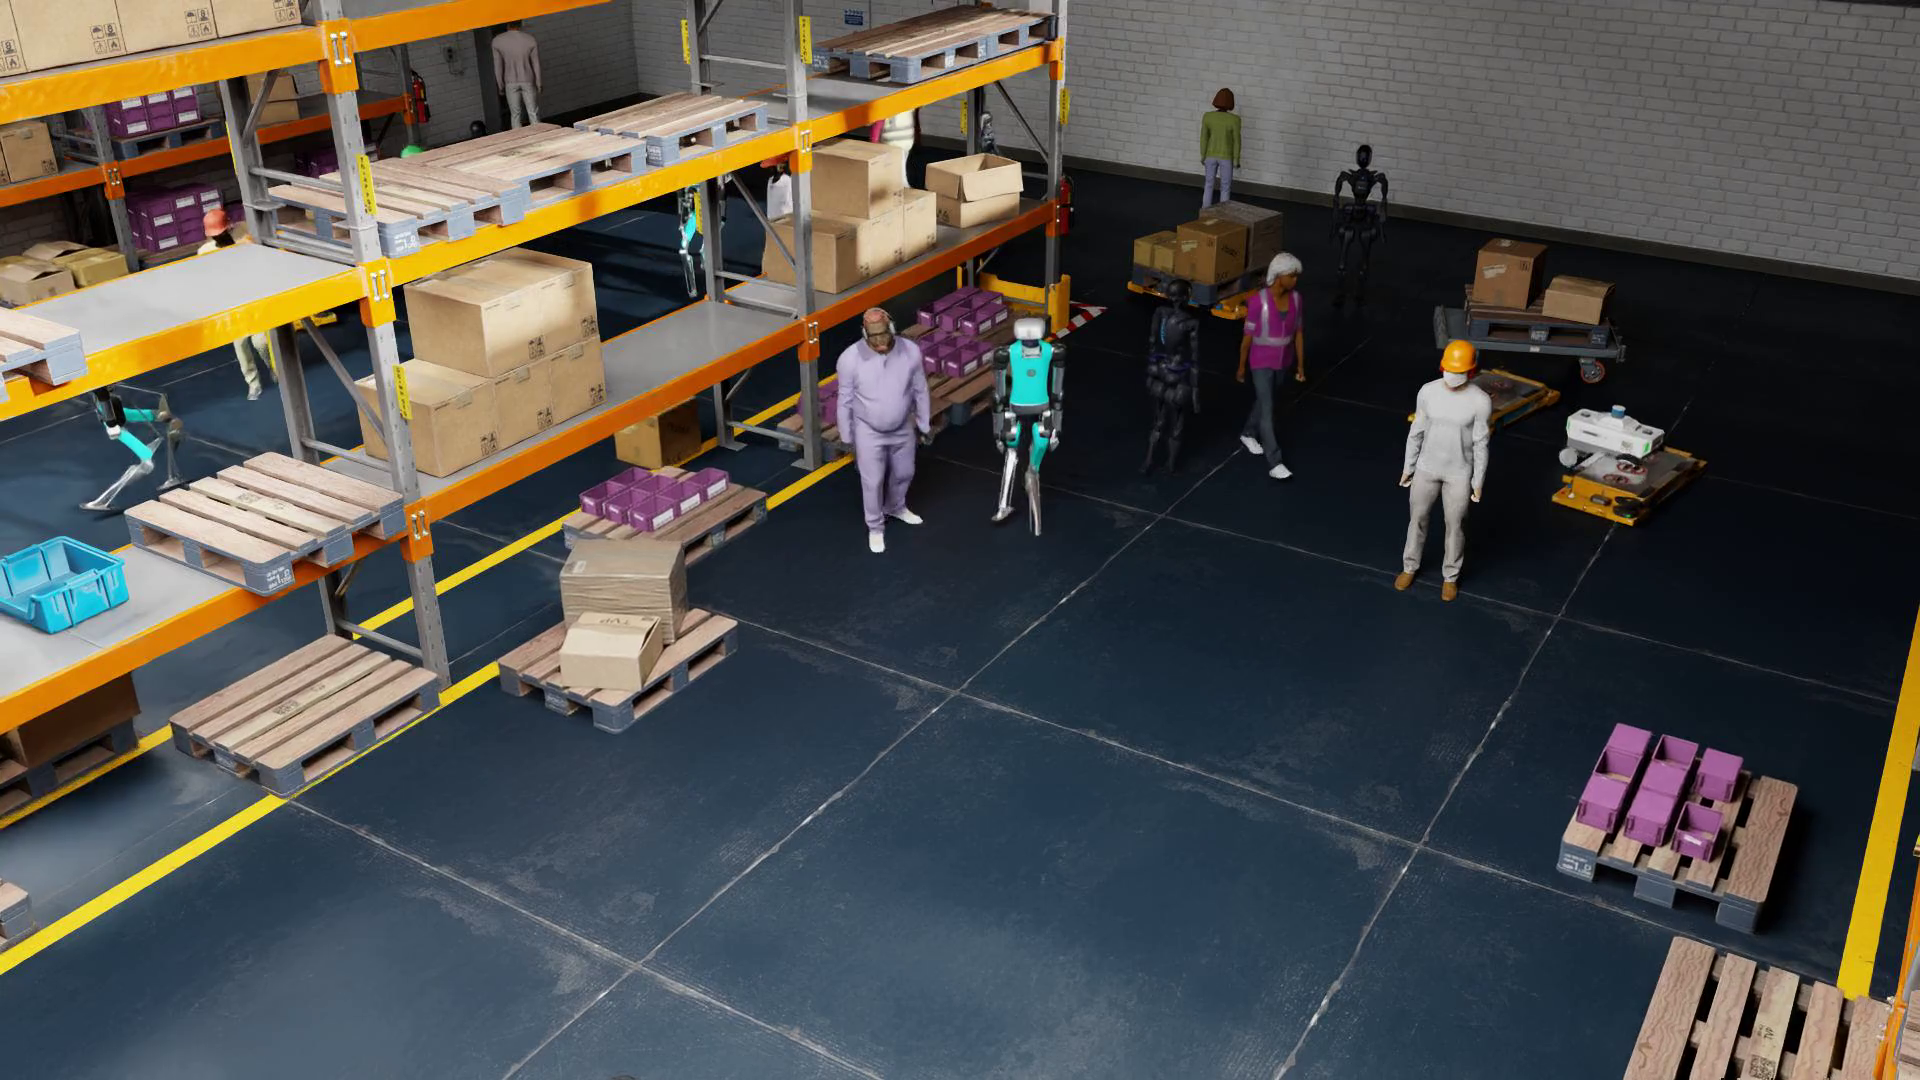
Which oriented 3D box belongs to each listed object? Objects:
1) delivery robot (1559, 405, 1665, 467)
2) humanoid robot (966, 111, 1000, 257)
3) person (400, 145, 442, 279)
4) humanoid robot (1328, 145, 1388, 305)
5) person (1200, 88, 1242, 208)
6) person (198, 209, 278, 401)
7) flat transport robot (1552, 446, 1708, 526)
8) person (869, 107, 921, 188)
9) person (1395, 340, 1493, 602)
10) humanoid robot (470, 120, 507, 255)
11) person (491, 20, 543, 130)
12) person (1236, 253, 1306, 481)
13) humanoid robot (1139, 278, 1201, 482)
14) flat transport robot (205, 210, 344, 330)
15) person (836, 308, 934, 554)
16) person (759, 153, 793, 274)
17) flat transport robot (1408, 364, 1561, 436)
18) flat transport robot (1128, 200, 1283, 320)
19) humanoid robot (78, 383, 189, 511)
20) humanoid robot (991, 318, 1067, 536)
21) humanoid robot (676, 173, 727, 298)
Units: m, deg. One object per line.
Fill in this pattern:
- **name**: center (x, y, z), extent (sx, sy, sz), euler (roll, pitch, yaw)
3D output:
- **delivery robot**: center (5.280, -0.801, 13.445), extent (0.766, 0.580, 0.499), euler (23, 35, 38)
- **humanoid robot**: center (0.256, -3.904, 18.329), extent (0.358, 1.641, 0.588), euler (-22, 34, -37)
- **person**: center (-5.111, -2.794, 15.862), extent (0.506, 1.933, 0.574), euler (16, 31, 28)
- **humanoid robot**: center (4.071, -3.208, 16.959), extent (0.585, 1.652, 0.324), euler (5, 27, 11)
- **person**: center (3.046, -4.461, 19.478), extent (0.498, 1.632, 0.284), euler (15, 31, 28)
- **person**: center (-6.366, -2.098, 14.710), extent (0.575, 1.728, 0.434), euler (-4, 27, -7)
- **flat transport robot**: center (5.327, -0.498, 13.178), extent (0.659, 0.231, 1.431), euler (23, 35, 38)
- **person**: center (-0.816, -4.709, 19.804), extent (0.632, 1.782, 0.987), euler (-23, 35, -38)
- **person**: center (3.307, -0.477, 11.360), extent (0.560, 1.888, 0.399), euler (14, 30, 26)
- **humanoid robot**: center (-5.063, -3.686, 17.905), extent (0.589, 1.643, 0.391), euler (-2, 27, -4)
- **person**: center (-5.961, -6.177, 22.526), extent (0.627, 1.940, 0.379), euler (-5, 27, -10)
- **person**: center (2.519, -1.421, 13.312), extent (0.525, 1.790, 0.976), euler (-10, 29, -19)
- **humanoid robot**: center (1.672, -1.271, 13.151), extent (0.348, 1.662, 0.600), euler (-18, 32, -31)
- **flat transport robot**: center (-6.914, -2.436, 16.998), extent (0.659, 0.231, 1.431), euler (-17, 32, -30)
- **person**: center (-0.576, -0.837, 12.082), extent (0.693, 1.876, 0.629), euler (-11, 29, -20)
- **person**: center (-1.752, -3.138, 16.782), extent (0.830, 1.708, 0.538), euler (-18, 32, -31)
- **flat transport robot**: center (4.609, -1.203, 14.569), extent (1.431, 0.231, 0.659), euler (-23, 35, -38)
- **flat transport robot**: center (2.504, -2.601, 17.323), extent (0.659, 0.231, 1.431), euler (-24, 35, -38)
- **humanoid robot**: center (-6.298, -1.034, 12.636), extent (1.038, 1.737, 0.549), euler (-17, 32, -30)
- **humanoid robot**: center (0.468, -0.860, 12.297), extent (0.532, 1.792, 0.811), euler (-3, 27, -5)
- **humanoid robot**: center (-2.687, -3.302, 17.122), extent (0.553, 1.747, 1.051), euler (2, 27, 4)
